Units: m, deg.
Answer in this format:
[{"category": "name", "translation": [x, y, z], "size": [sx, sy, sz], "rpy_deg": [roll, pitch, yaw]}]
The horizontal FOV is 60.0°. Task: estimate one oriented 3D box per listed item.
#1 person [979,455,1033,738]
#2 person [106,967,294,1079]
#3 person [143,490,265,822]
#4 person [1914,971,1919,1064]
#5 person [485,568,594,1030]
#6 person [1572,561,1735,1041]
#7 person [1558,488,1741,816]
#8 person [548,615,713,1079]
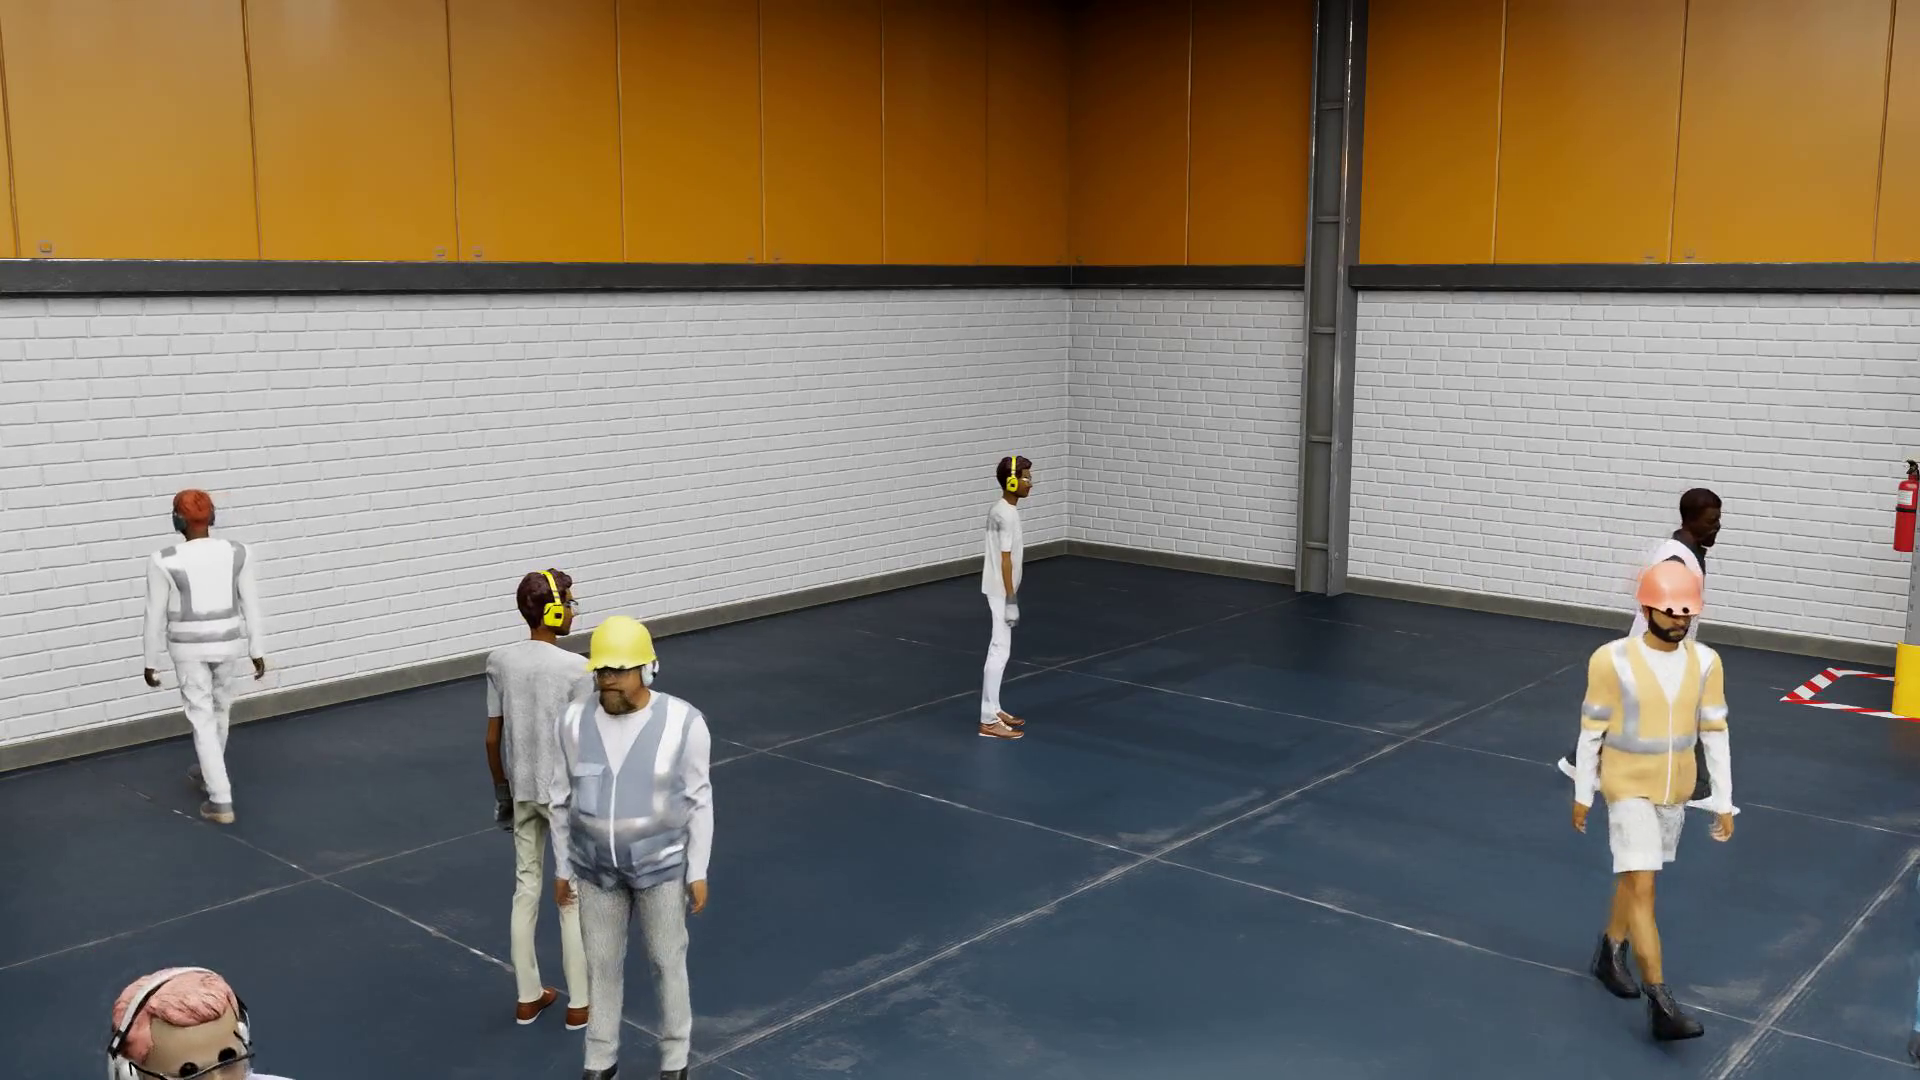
[{"category": "person", "translation": [0.300, 0.368, 10.994], "size": [0.350, 1.859, 0.507], "rpy_deg": [0, 9, 1]}, {"category": "person", "translation": [-1.263, 1.651, 2.903], "size": [0.965, 1.860, 0.692], "rpy_deg": [6, 11, 34]}, {"category": "person", "translation": [-4.315, 0.628, 9.433], "size": [0.804, 1.852, 0.599], "rpy_deg": [8, 12, 43]}, {"category": "person", "translation": [3.063, 1.433, 5.040], "size": [0.522, 1.613, 0.719], "rpy_deg": [-4, 10, -23]}, {"category": "person", "translation": [-1.661, 1.044, 6.719], "size": [0.515, 1.864, 0.333], "rpy_deg": [3, 10, 19]}, {"category": "person", "translation": [2.839, 1.034, 6.676], "size": [0.574, 1.892, 0.948], "rpy_deg": [-1, 9, -8]}, {"category": "person", "translation": [3.963, 0.605, 9.492], "size": [0.943, 1.869, 0.648], "rpy_deg": [7, 11, 36]}, {"category": "person", "translation": [-1.199, 1.168, 6.035], "size": [0.600, 1.830, 0.403], "rpy_deg": [1, 9, 6]}]
